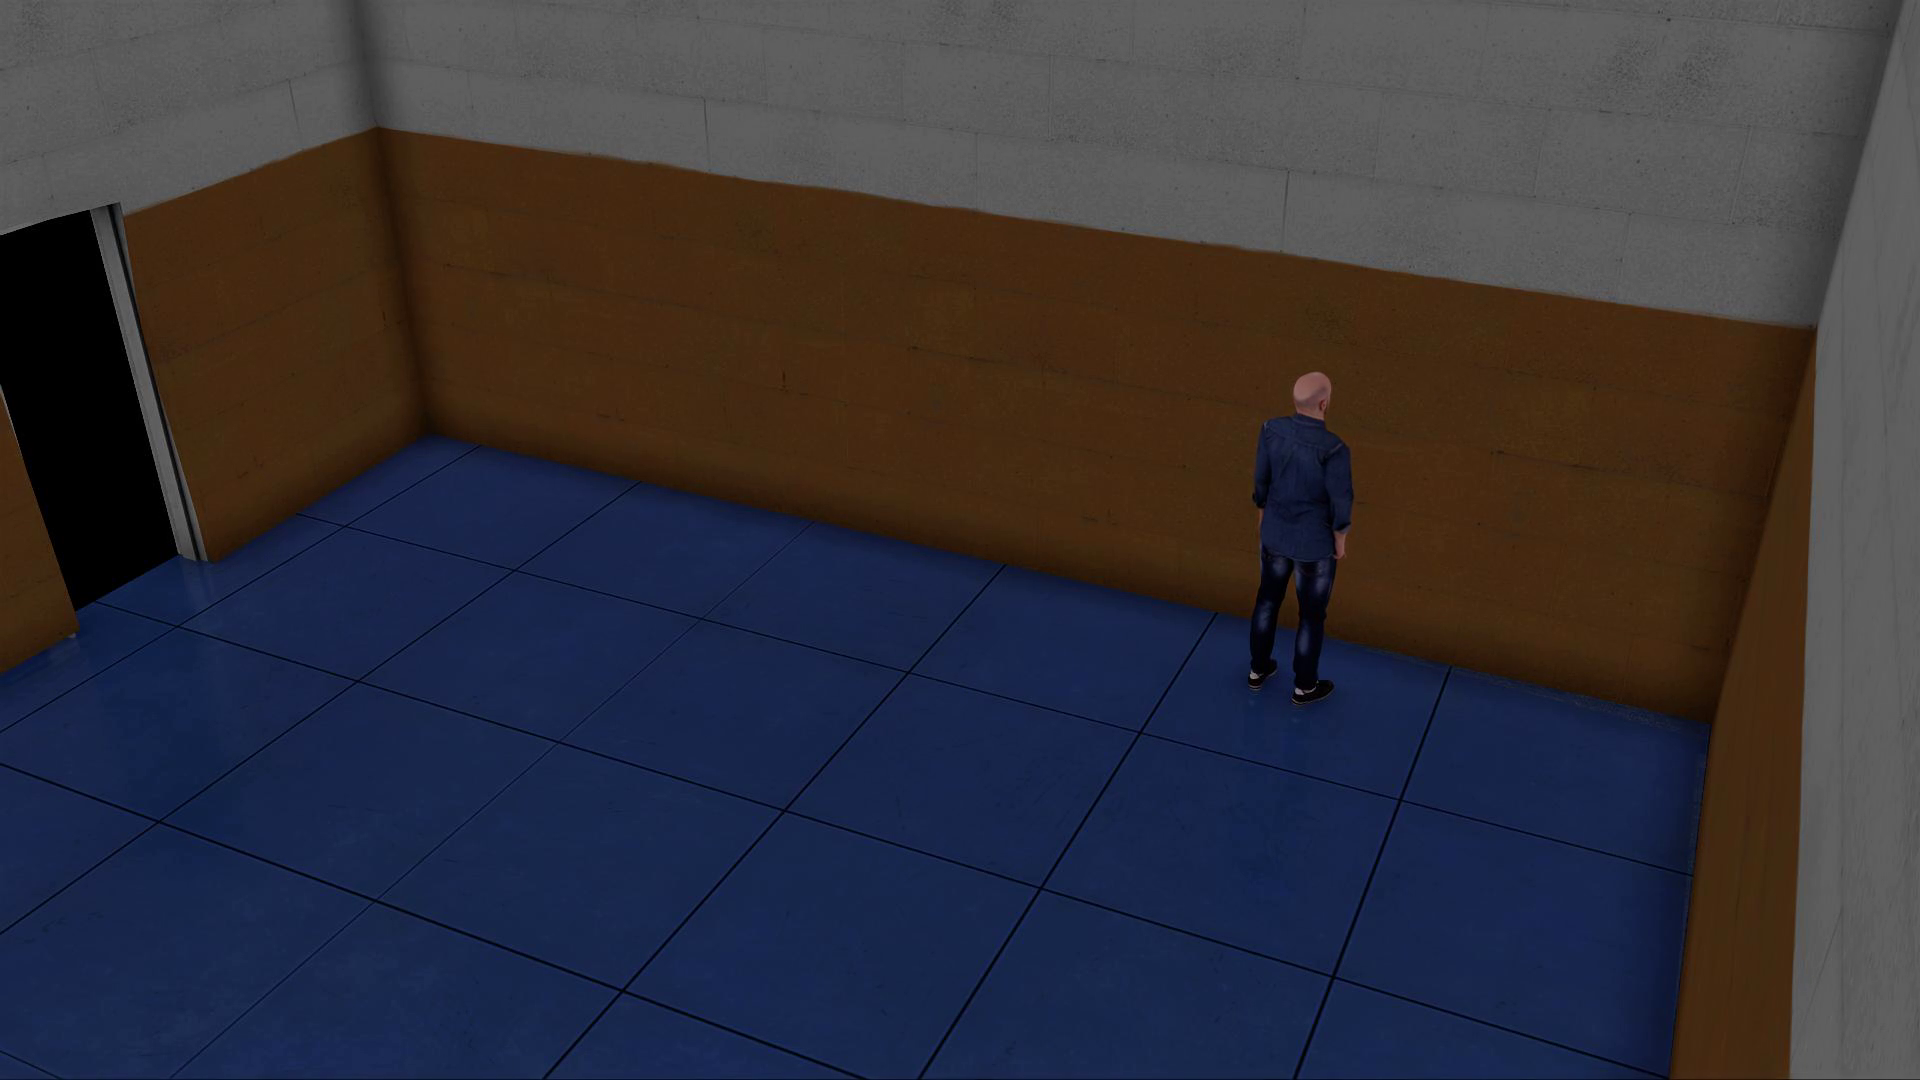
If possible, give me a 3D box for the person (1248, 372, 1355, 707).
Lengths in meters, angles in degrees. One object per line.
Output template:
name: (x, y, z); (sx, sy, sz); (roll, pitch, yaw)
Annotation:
person: (1.732, -0.005, 8.484); (0.627, 1.826, 0.829); (22, 36, 34)
